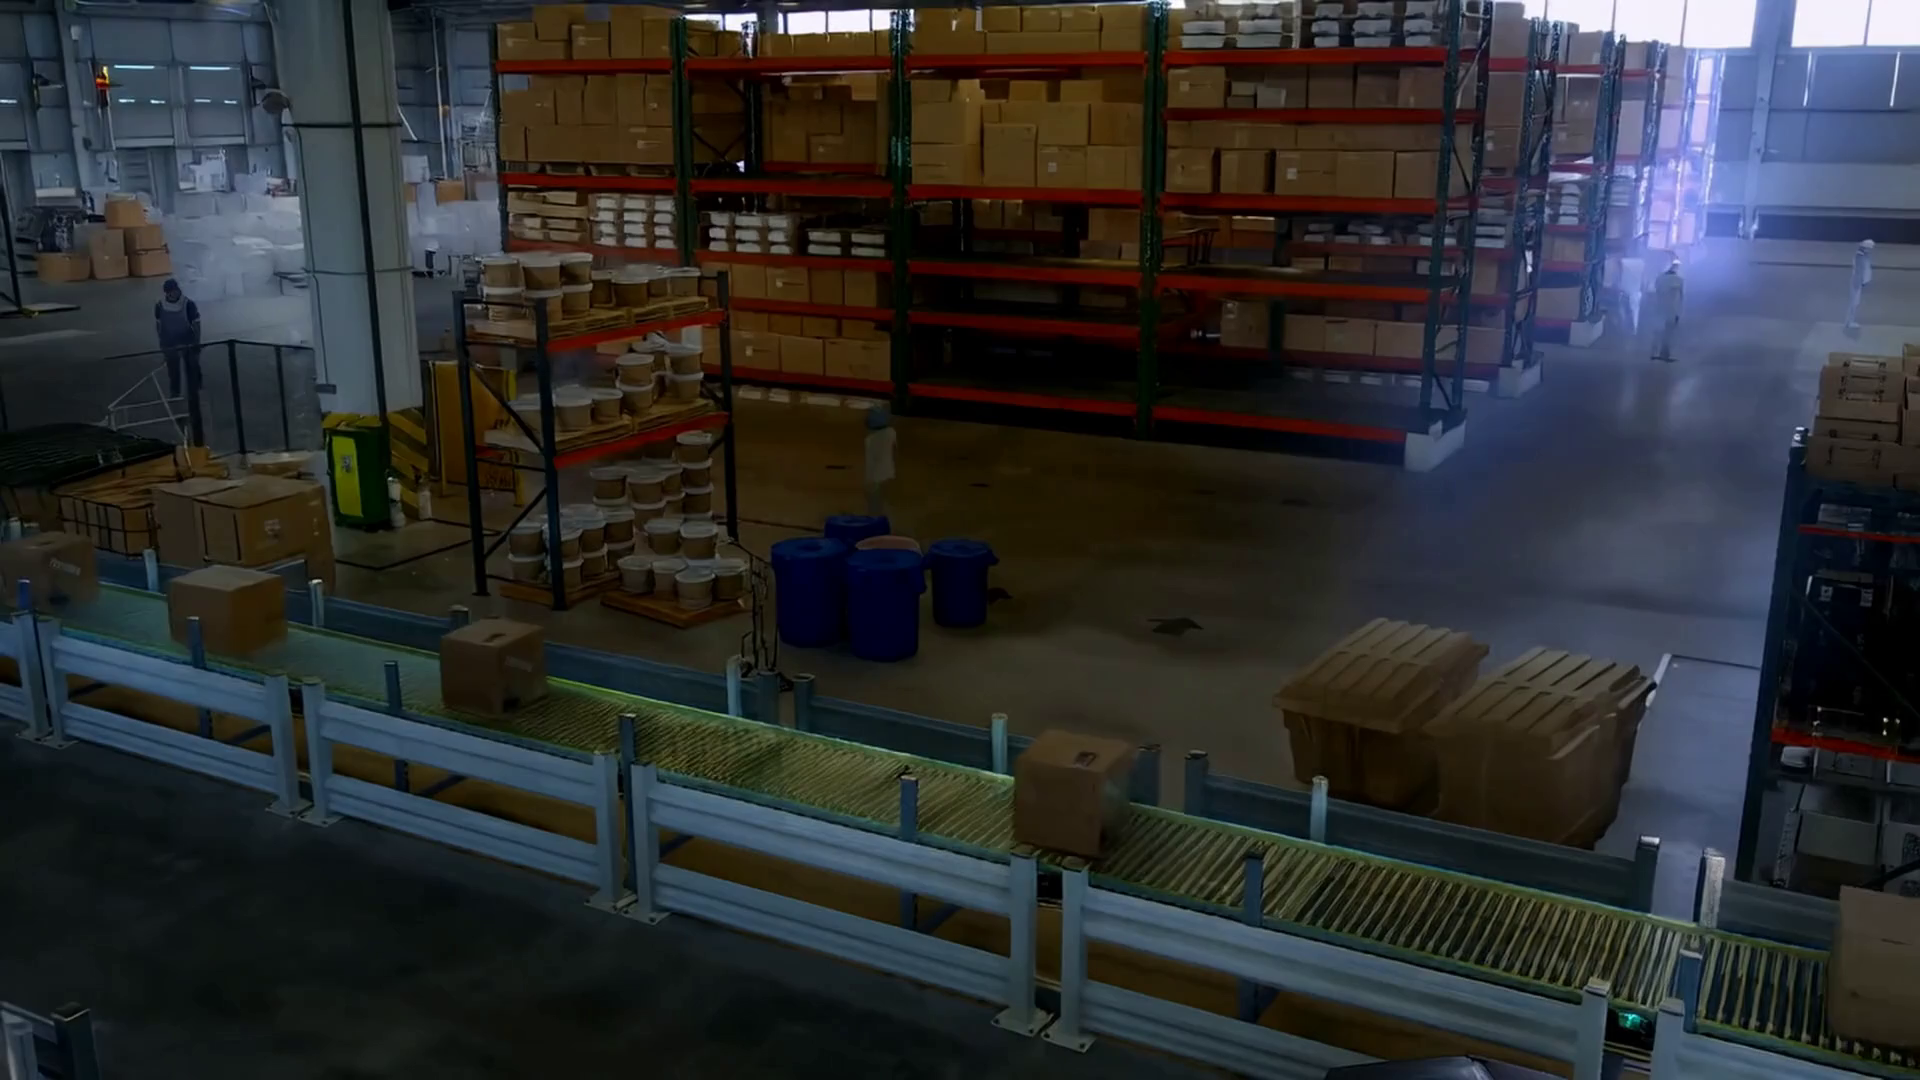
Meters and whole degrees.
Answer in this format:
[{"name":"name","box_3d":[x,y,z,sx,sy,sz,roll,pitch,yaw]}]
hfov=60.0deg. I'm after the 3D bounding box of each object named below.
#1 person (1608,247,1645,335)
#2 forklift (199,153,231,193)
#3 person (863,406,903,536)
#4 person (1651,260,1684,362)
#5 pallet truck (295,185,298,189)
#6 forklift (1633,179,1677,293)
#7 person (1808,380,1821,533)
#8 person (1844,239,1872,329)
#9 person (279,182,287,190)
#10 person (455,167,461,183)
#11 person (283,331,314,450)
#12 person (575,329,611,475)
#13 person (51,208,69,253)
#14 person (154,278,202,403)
[{"name":"person","box_3d":[14.020,-5.247,34.886,0.714,1.790,0.926,-1,15,-5]},{"name":"forklift","box_3d":[-27.440,-12.865,61.464,1.873,2.768,1.129,8,17,28]},{"name":"person","box_3d":[-0.860,-0.649,17.946,0.374,1.620,0.525,12,19,38]},{"name":"person","box_3d":[13.266,-4.278,31.072,0.400,1.901,0.646,-5,16,-18]},{"name":"pallet truck","box_3d":[-26.804,-14.617,69.738,1.885,1.965,0.823,-14,20,-42]},{"name":"forklift","box_3d":[17.134,-7.707,42.073,1.873,2.768,1.129,8,17,28]},{"name":"person","box_3d":[9.247,-0.802,17.953,0.426,1.920,0.554,7,17,25]},{"name":"person","box_3d":[19.249,-5.472,35.565,0.396,1.900,0.644,8,17,29]},{"name":"person","box_3d":[-24.064,-11.865,59.551,0.472,1.913,0.569,-7,17,-26]},{"name":"person","box_3d":[-21.962,-15.275,72.377,0.637,1.917,0.761,12,19,39]},{"name":"person","box_3d":[-9.125,-2.032,22.929,0.436,1.737,0.541,2,15,7]},{"name":"person","box_3d":[-4.801,-1.846,21.745,0.388,1.996,0.618,2,15,7]},{"name":"person","box_3d":[-26.785,-9.061,49.539,0.519,1.640,0.310,1,15,3]},{"name":"person","box_3d":[-12.747,-3.319,27.185,0.688,2.000,0.983,-3,15,-11]}]
